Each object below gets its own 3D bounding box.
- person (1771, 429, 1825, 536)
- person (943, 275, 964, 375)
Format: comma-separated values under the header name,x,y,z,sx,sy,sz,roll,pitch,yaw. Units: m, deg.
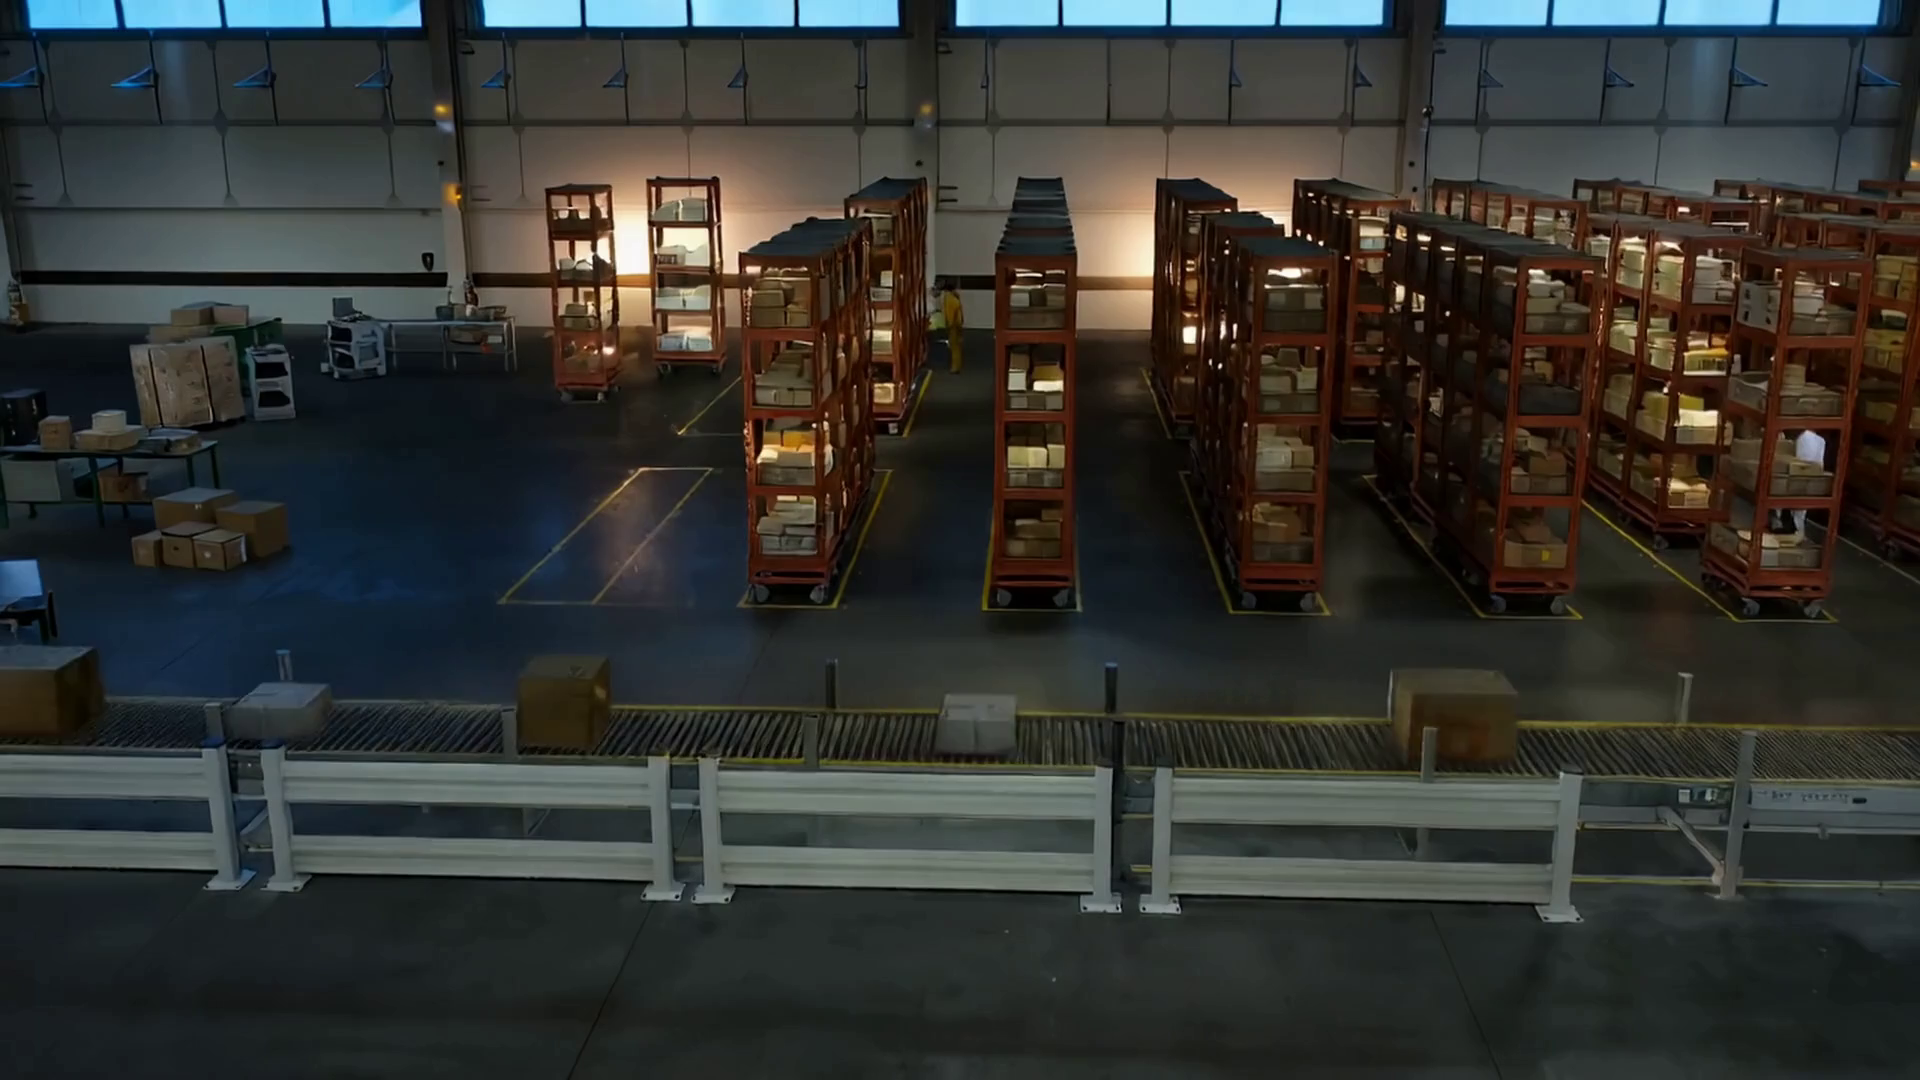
name,x,y,z,sx,sy,sz,roll,pitch,yaw
person,9.163,-0.593,18.344,0.621,1.786,0.421,12,19,39
person,-0.114,-3.993,30.865,0.373,1.843,0.571,-2,15,-8
